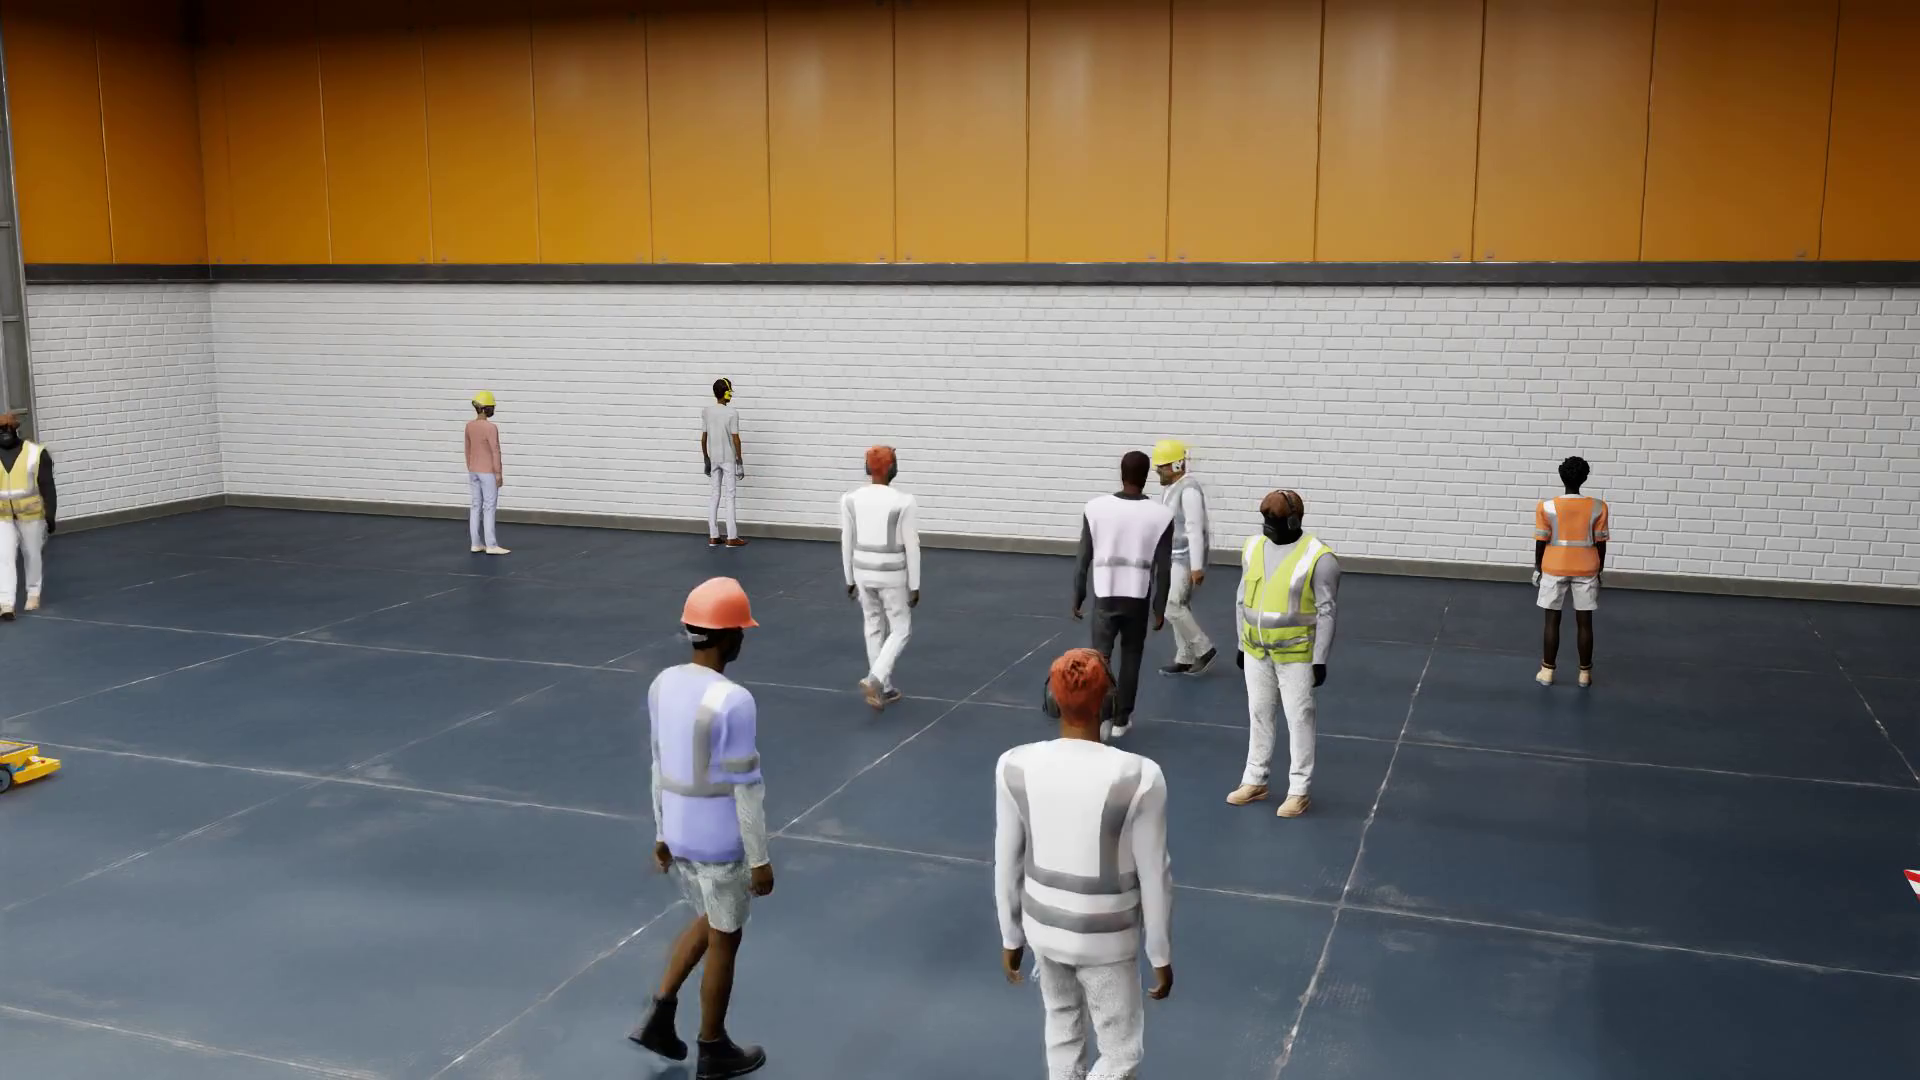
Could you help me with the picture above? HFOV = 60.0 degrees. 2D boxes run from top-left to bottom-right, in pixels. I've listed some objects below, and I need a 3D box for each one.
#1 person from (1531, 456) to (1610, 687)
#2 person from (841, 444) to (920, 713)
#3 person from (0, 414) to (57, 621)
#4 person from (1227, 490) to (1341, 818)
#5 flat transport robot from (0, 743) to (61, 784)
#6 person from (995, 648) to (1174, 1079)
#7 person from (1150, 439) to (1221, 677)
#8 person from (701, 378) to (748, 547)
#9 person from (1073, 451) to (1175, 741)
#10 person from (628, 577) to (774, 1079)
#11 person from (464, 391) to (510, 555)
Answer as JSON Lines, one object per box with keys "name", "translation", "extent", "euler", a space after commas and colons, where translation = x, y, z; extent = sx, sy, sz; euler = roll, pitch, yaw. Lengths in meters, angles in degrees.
{"name": "person", "translation": [4.461, 0.233, 12.182], "extent": [0.531, 1.698, 0.320], "euler": [2, 9, 11]}
{"name": "person", "translation": [-0.556, 0.272, 11.426], "extent": [0.599, 1.867, 0.711], "euler": [4, 10, 23]}
{"name": "person", "translation": [-8.309, -0.210, 14.643], "extent": [0.651, 1.789, 0.947], "euler": [-4, 10, -23]}
{"name": "person", "translation": [1.798, 0.627, 9.320], "extent": [0.430, 1.838, 0.624], "euler": [-9, 13, -43]}
{"name": "flat transport robot", "translation": [-5.991, 1.379, 9.486], "extent": [0.652, 0.197, 1.431], "euler": [4, 10, 22]}
{"name": "person", "translation": [0.364, 1.267, 5.234], "extent": [0.591, 1.867, 0.729], "euler": [5, 10, 28]}
{"name": "person", "translation": [1.628, 0.143, 12.436], "extent": [0.461, 1.803, 0.620], "euler": [-1, 9, -5]}
{"name": "person", "translation": [-2.609, -0.854, 18.394], "extent": [0.531, 1.870, 0.317], "euler": [5, 10, 27]}
{"name": "person", "translation": [1.040, 0.382, 10.679], "extent": [0.652, 1.887, 0.712], "euler": [1, 9, 8]}
{"name": "person", "translation": [-0.925, 1.092, 6.182], "extent": [0.451, 1.920, 0.551], "euler": [-8, 12, -40]}
{"name": "person", "translation": [-5.096, -0.721, 17.900], "extent": [0.533, 1.765, 0.330], "euler": [7, 11, 37]}
